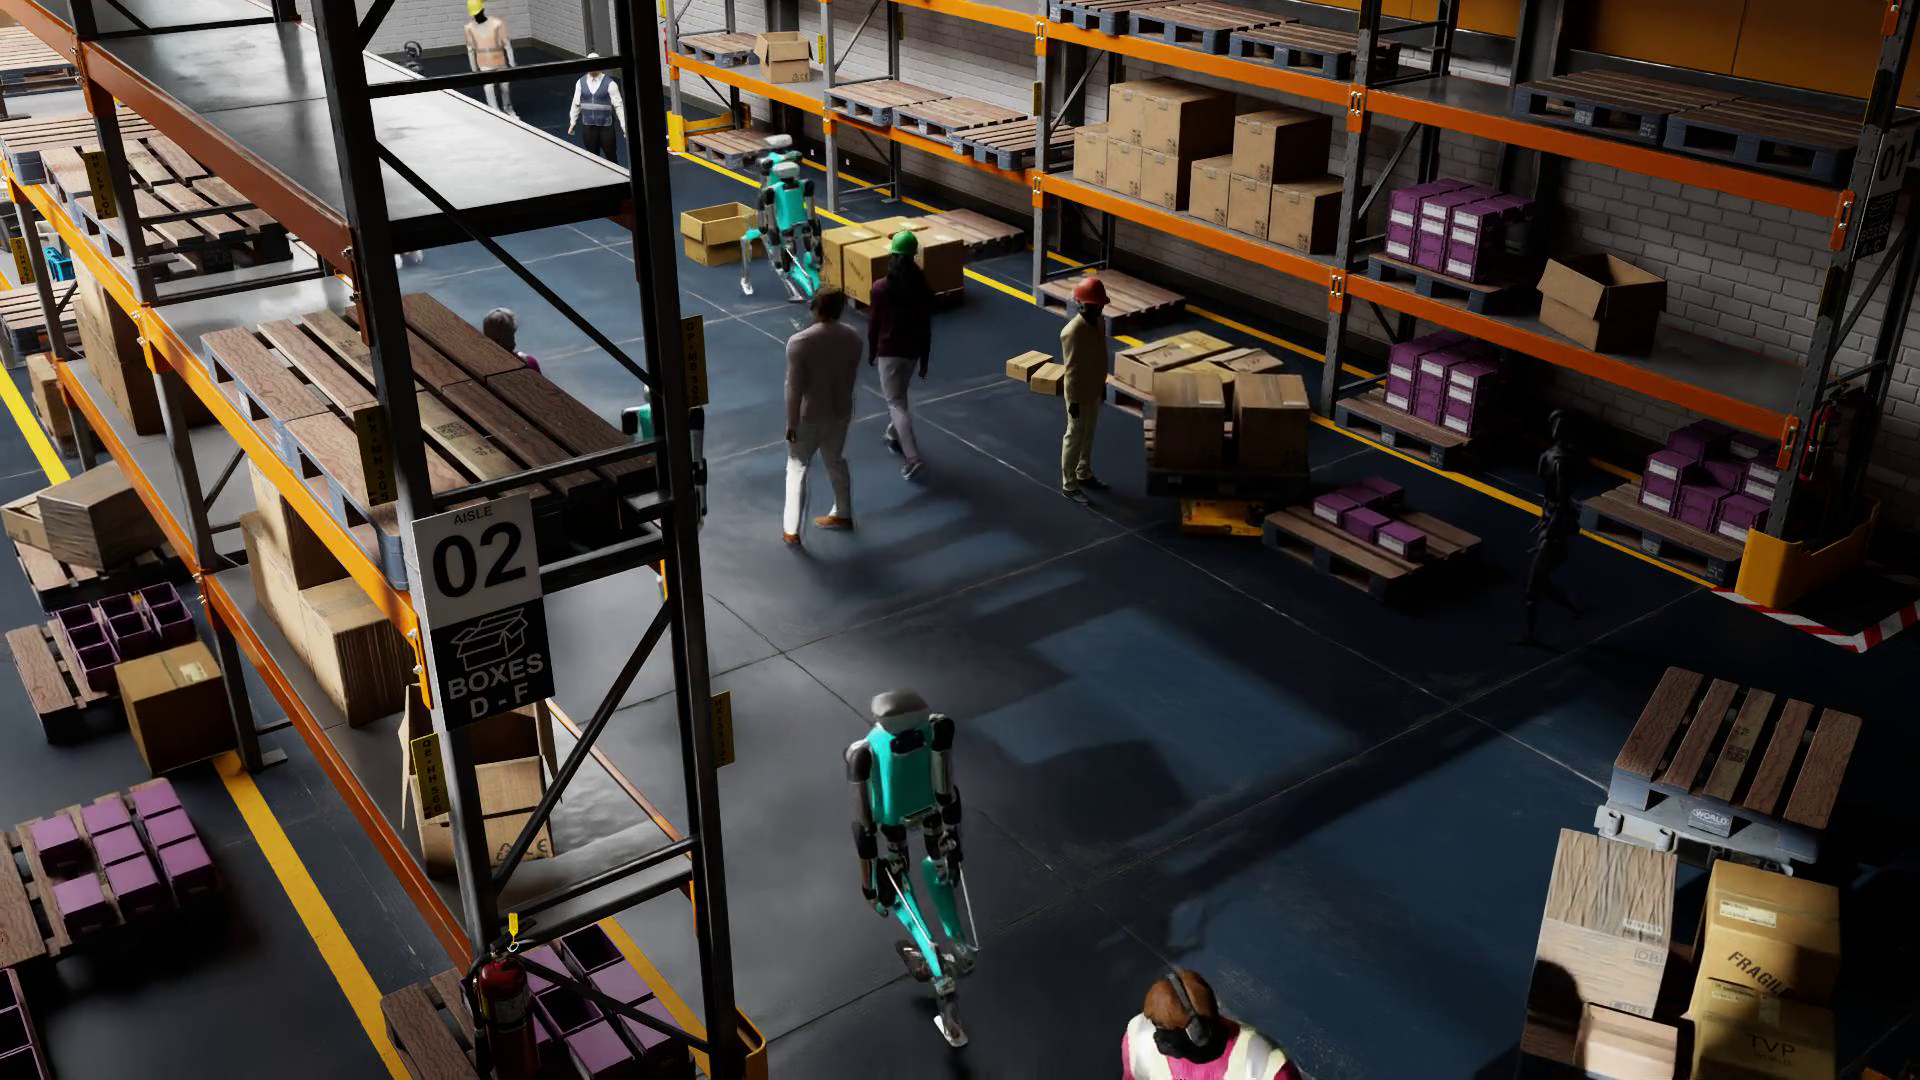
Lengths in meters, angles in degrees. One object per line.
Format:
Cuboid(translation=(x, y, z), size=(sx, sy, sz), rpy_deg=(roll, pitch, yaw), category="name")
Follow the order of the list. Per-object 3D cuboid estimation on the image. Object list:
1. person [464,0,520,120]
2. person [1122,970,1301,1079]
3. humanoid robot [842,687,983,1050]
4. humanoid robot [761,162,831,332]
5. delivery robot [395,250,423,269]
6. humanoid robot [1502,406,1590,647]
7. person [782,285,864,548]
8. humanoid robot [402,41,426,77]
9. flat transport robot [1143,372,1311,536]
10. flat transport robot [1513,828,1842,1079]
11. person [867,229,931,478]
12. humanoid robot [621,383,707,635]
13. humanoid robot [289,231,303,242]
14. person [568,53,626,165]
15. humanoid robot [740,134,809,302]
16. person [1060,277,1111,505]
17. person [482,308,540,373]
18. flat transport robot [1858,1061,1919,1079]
Cuboid(translation=(-6.704, -6.846, 23.836), size=(0.661, 1.873, 0.867), rpy_deg=(-3, 27, -7), category="person")
Cuboid(translation=(0.858, 2.235, 5.837), size=(0.660, 1.804, 0.563), rpy_deg=(11, 29, 21), category="person")
Cuboid(translation=(-0.128, 1.518, 7.318), size=(0.533, 1.731, 0.978), rpy_deg=(-17, 31, -30), category="humanoid robot")
Cuboid(translation=(-1.429, -2.594, 15.506), size=(0.562, 1.729, 0.933), rpy_deg=(-17, 31, -30), category="humanoid robot")
Cuboid(translation=(-6.271, -3.307, 18.259), size=(0.801, 0.606, 0.499), rpy_deg=(19, 33, 33), category="delivery robot")
Cuboid(translation=(3.818, -0.054, 10.539), size=(0.465, 1.643, 0.608), rpy_deg=(7, 28, 15), category="humanoid robot")
Cuboid(translation=(-0.994, -0.888, 11.962), size=(0.705, 1.889, 0.414), rpy_deg=(-21, 33, -35), category="person")
Cuboid(translation=(-7.031, -5.661, 21.691), size=(0.604, 1.637, 0.611), rpy_deg=(-13, 29, -24), category="humanoid robot")
Cuboid(translation=(2.020, -0.424, 12.831), size=(0.659, 0.231, 1.431), rpy_deg=(2, 27, 4), category="flat transport robot")
Cuboid(translation=(3.083, 2.360, 7.294), size=(0.659, 0.231, 1.431), rpy_deg=(11, 29, 21), category="flat transport robot")
Cuboid(translation=(-0.447, -1.480, 13.114), size=(0.494, 1.904, 0.969), rpy_deg=(-11, 29, -20), category="person")
Cuboid(translation=(-1.835, -0.111, 10.629), size=(0.549, 1.765, 1.045), rpy_deg=(-7, 28, -13), category="humanoid robot")
Cuboid(translation=(-7.178, -3.633, 17.641), size=(0.308, 1.648, 0.609), rpy_deg=(8, 28, 15), category="humanoid robot")
Cuboid(translation=(-4.442, -5.096, 20.464), size=(0.749, 1.759, 0.422), rpy_deg=(2, 27, 3), category="person")
Cuboid(translation=(-2.003, -3.280, 16.922), size=(1.033, 1.772, 0.531), rpy_deg=(22, 34, 37), category="humanoid robot")
Cuboid(translation=(0.964, -1.147, 12.615), size=(0.324, 1.751, 0.561), rpy_deg=(14, 30, 26), category="person")
Cuboid(translation=(-3.137, -0.742, 11.706), size=(0.509, 1.847, 0.339), rpy_deg=(-2, 27, -4), category="person")
Cuboid(translation=(4.326, 2.645, 6.726), size=(1.431, 0.231, 0.659), rpy_deg=(23, 34, 37), category="flat transport robot")
